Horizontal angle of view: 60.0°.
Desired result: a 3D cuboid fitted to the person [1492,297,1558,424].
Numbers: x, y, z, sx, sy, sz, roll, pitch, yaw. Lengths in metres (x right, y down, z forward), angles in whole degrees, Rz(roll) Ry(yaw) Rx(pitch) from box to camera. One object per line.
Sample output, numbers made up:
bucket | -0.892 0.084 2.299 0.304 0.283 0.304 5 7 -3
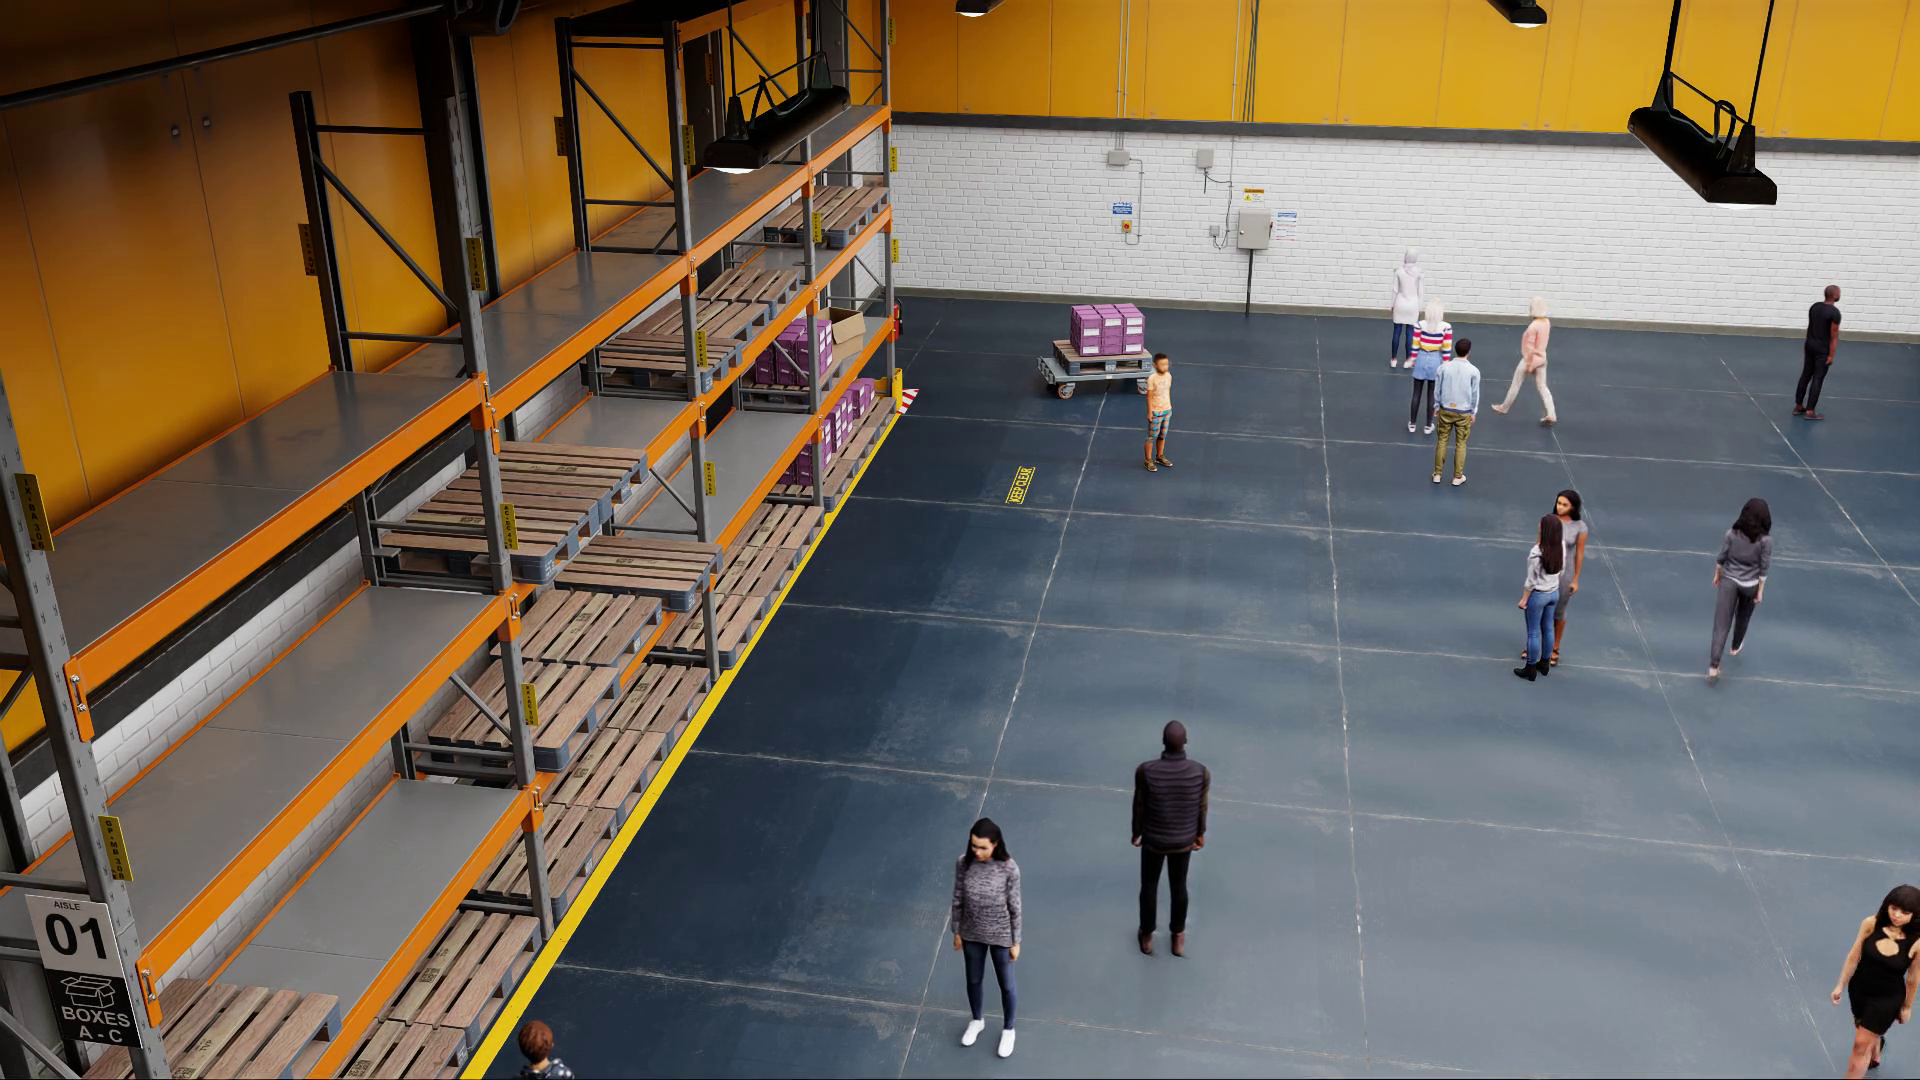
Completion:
person | 7.678 -2.337 22.027 1.158 1.674 1.154 -19 30 -36

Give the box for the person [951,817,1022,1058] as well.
person | 0.190 2.539 10.803 0.644 1.731 0.577 7 25 16

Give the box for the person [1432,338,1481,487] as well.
person | 5.977 -1.553 20.062 0.737 1.811 0.667 11 26 23

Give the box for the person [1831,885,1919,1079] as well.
person | 5.713 2.804 10.335 1.075 1.618 0.976 -18 29 -35

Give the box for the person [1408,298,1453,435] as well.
person | 6.123 -2.290 21.751 0.671 1.809 0.547 7 25 16

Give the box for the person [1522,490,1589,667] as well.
person | 5.644 0.349 15.750 0.662 1.780 0.659 14 27 29

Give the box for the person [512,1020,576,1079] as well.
person | -2.319 3.322 9.372 0.593 1.441 0.595 -5 24 -12

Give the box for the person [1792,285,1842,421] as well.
person | 11.504 -2.531 22.290 0.805 1.819 0.663 -6 24 -14

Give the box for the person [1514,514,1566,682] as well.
person | 5.440 0.528 15.527 0.674 1.631 0.720 -14 27 -29

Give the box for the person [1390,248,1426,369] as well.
person | 6.529 -3.400 24.332 0.656 1.775 0.603 10 26 22

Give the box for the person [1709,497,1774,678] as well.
person | 7.241 0.489 15.517 0.905 1.710 1.240 14 27 30

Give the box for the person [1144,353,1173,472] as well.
person | 2.459 -1.607 20.624 0.594 1.461 0.658 -17 29 -33

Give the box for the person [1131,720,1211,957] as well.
person | 1.455 2.091 11.695 0.722 1.837 0.639 0 24 -1
